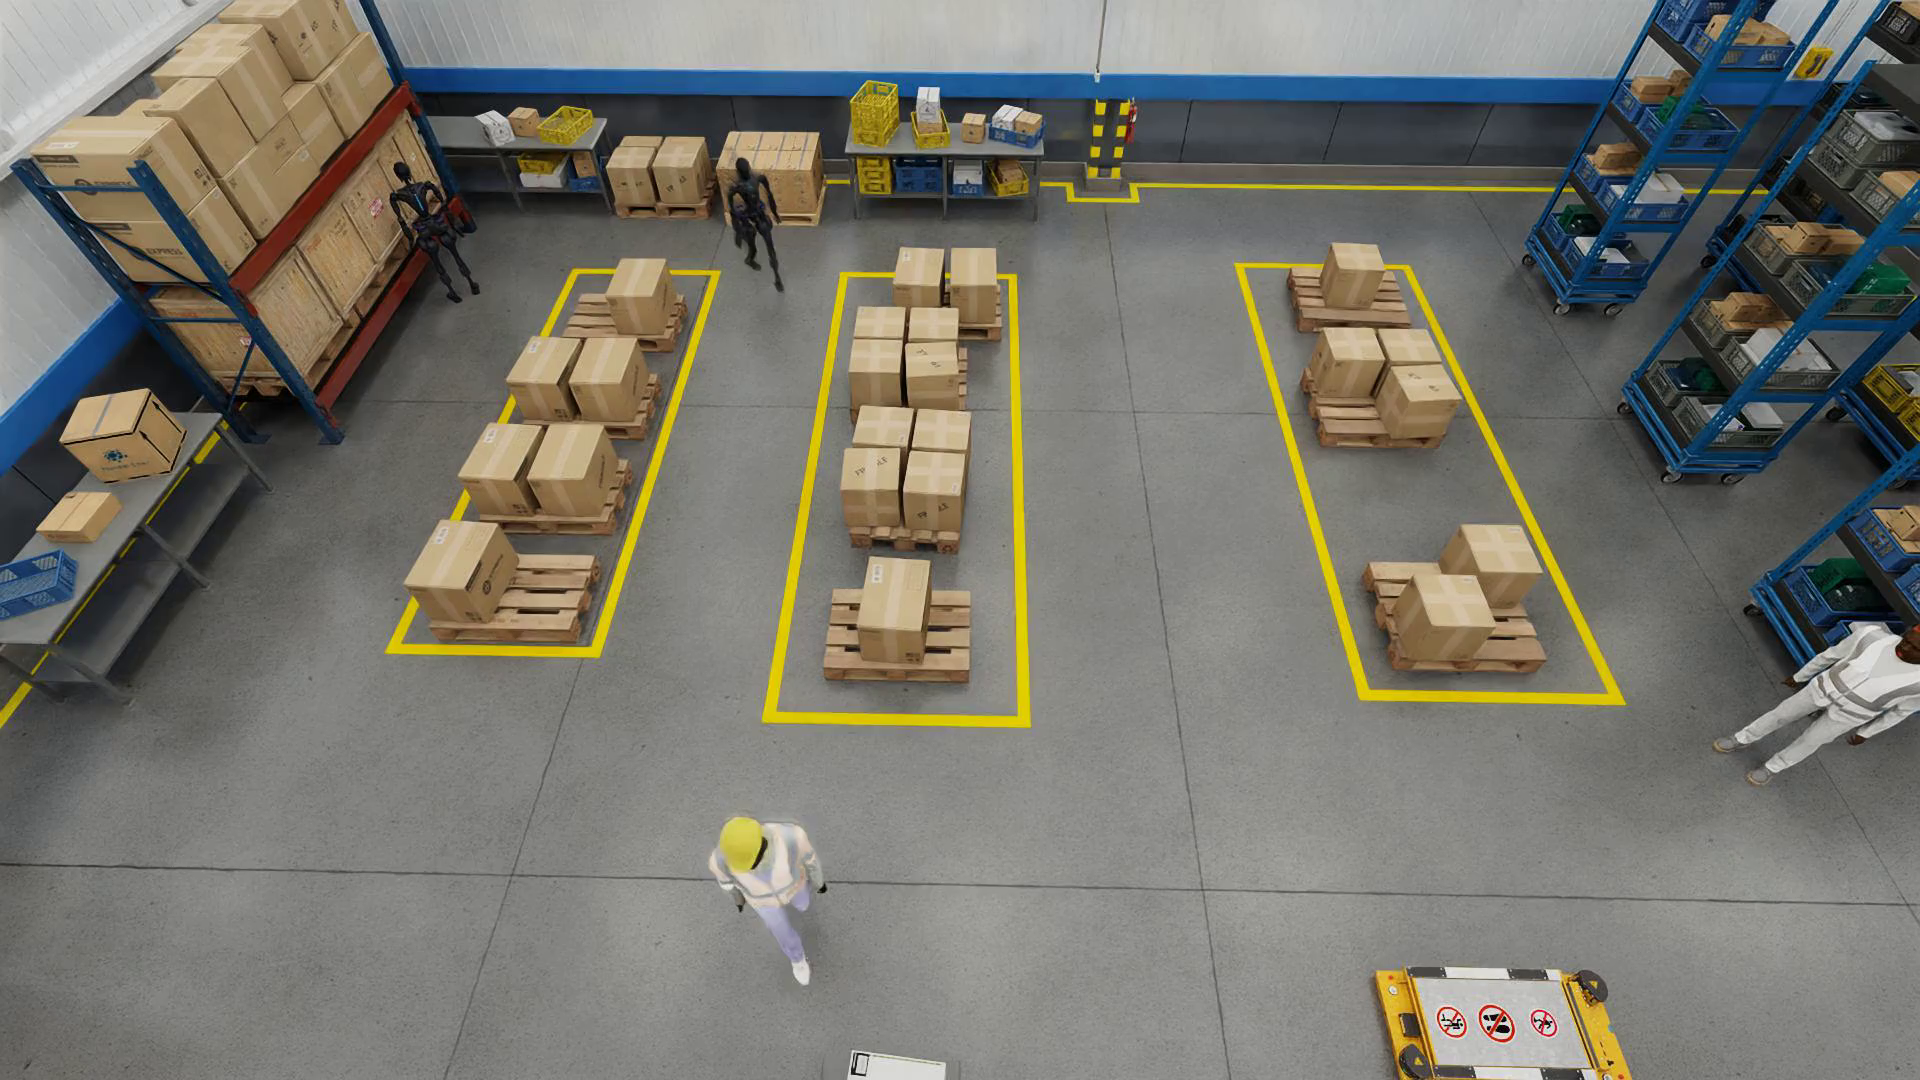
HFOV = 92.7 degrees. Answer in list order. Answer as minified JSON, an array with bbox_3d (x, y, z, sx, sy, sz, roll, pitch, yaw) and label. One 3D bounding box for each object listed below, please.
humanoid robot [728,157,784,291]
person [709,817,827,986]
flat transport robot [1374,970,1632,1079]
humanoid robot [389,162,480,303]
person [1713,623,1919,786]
[{"bbox_3d":[-2.395,-3.741,10.661,0.654,1.617,0.764,-25,55,-19],"label":"humanoid robot"},{"bbox_3d":[-1.155,2.140,5.702,0.599,1.883,0.788,-18,53,-14],"label":"person"},{"bbox_3d":[3.501,3.133,5.914,1.431,0.197,0.652,1,51,1],"label":"flat transport robot"},{"bbox_3d":[-5.997,-3.497,10.419,0.609,1.657,0.313,-34,58,-25],"label":"humanoid robot"},{"bbox_3d":[6.210,1.154,6.503,0.343,1.882,0.586,-18,53,-14],"label":"person"}]
